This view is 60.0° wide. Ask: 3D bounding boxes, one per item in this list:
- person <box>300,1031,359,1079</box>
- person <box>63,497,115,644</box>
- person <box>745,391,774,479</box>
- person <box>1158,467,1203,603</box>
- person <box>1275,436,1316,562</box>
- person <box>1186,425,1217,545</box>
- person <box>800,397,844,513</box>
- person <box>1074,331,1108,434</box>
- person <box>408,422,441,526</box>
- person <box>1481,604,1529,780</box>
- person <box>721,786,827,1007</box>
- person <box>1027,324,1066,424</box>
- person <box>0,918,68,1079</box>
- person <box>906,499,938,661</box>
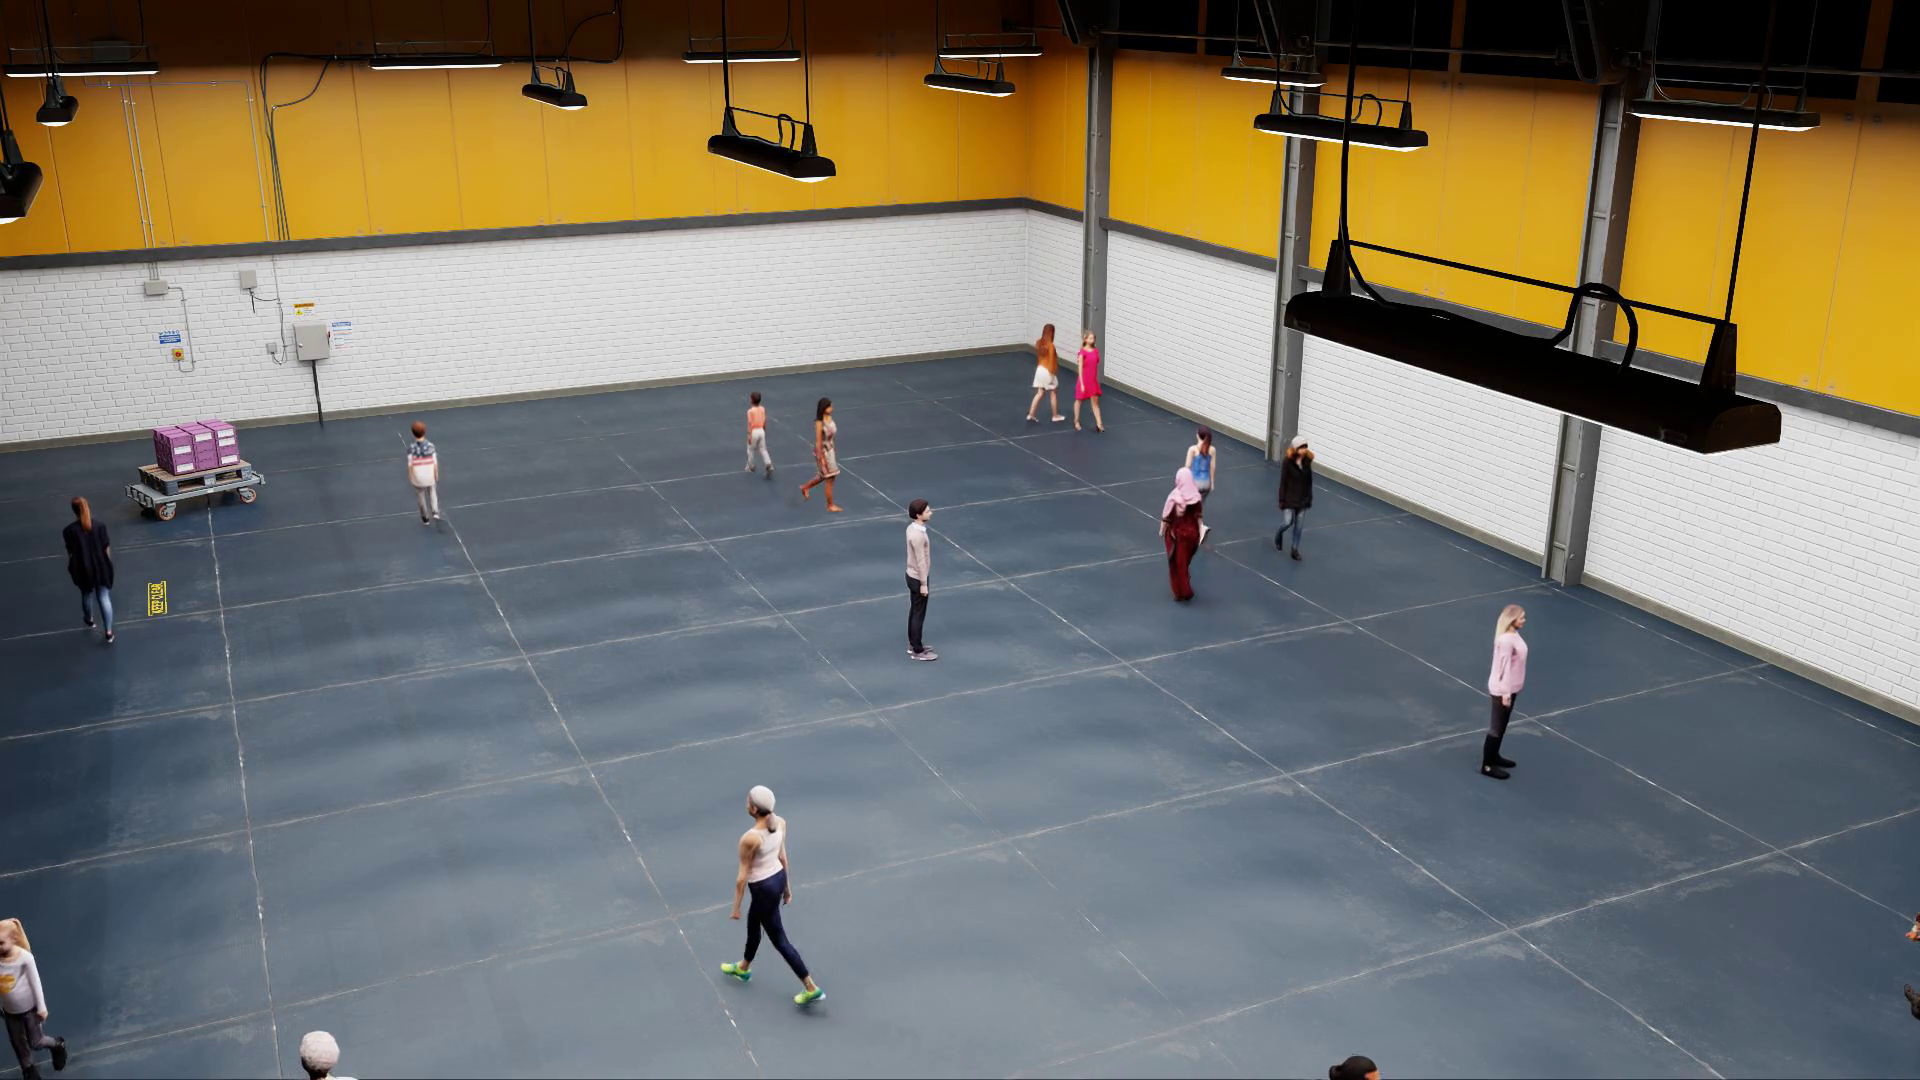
[{"bbox_3d":[-3.452,3.528,9.125,0.700,1.733,0.991,-11,21,-29],"label":"person"},{"bbox_3d":[-9.727,0.362,18.673,0.721,1.640,1.063,-11,22,-30],"label":"person"},{"bbox_3d":[-3.017,-1.580,24.975,0.630,1.297,0.928,-14,23,-36],"label":"person"},{"bbox_3d":[2.690,-0.053,19.923,0.764,1.627,1.064,-5,19,-16],"label":"person"},{"bbox_3d":[4.277,-0.558,21.421,0.678,1.628,0.790,-6,20,-17],"label":"person"},{"bbox_3d":[3.166,-0.708,21.919,0.629,1.596,0.924,-6,19,-17],"label":"person"},{"bbox_3d":[-1.976,-1.197,23.323,1.021,1.626,0.962,7,20,19],"label":"person"},{"bbox_3d":[2.039,-2.608,27.410,0.639,1.692,1.019,-11,21,-29],"label":"person"},{"bbox_3d":[-7.330,-0.902,22.750,0.538,1.431,0.522,-11,21,-29],"label":"person"},{"bbox_3d":[5.072,1.387,15.557,0.729,1.686,0.695,10,21,27],"label":"person"},{"bbox_3d":[-1.325,2.602,11.992,1.263,1.658,1.068,11,21,29],"label":"person"},{"bbox_3d":[1.380,-2.768,27.878,0.859,1.696,0.996,-17,25,-40],"label":"person"},{"bbox_3d":[-6.251,3.090,11.147,0.679,1.272,0.776,2,19,6],"label":"person"},{"bbox_3d":[-0.448,0.418,18.241,0.739,1.809,0.565,-3,19,-10],"label":"person"}]
